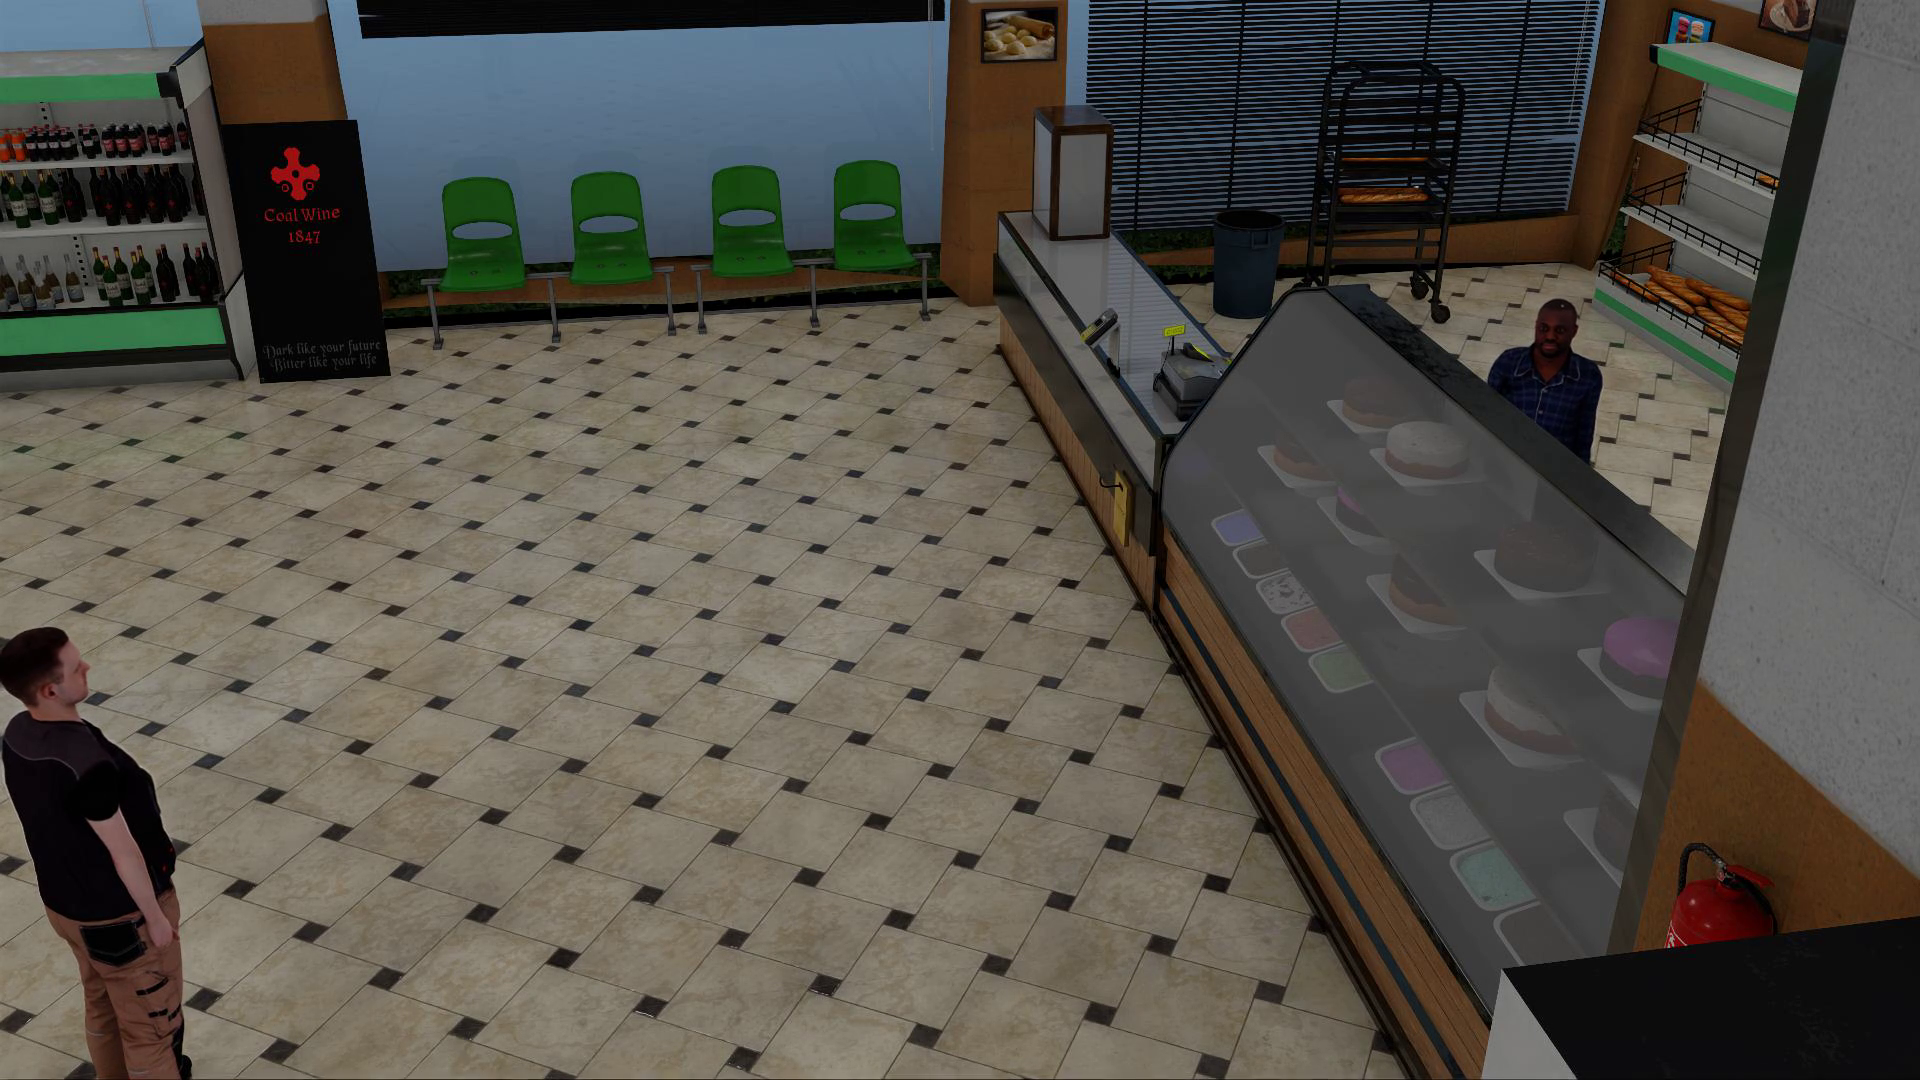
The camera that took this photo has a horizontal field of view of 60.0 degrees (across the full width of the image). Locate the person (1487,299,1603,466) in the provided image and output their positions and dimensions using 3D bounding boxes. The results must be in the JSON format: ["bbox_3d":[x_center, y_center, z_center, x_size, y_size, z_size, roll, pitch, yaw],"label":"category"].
[{"bbox_3d":[2.582,-0.231,7.584,0.727,1.824,0.834,10,28,18],"label":"person"}]

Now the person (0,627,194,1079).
[{"bbox_3d":[-2.574,1.071,4.996,0.766,1.842,0.819,19,32,32],"label":"person"}]
